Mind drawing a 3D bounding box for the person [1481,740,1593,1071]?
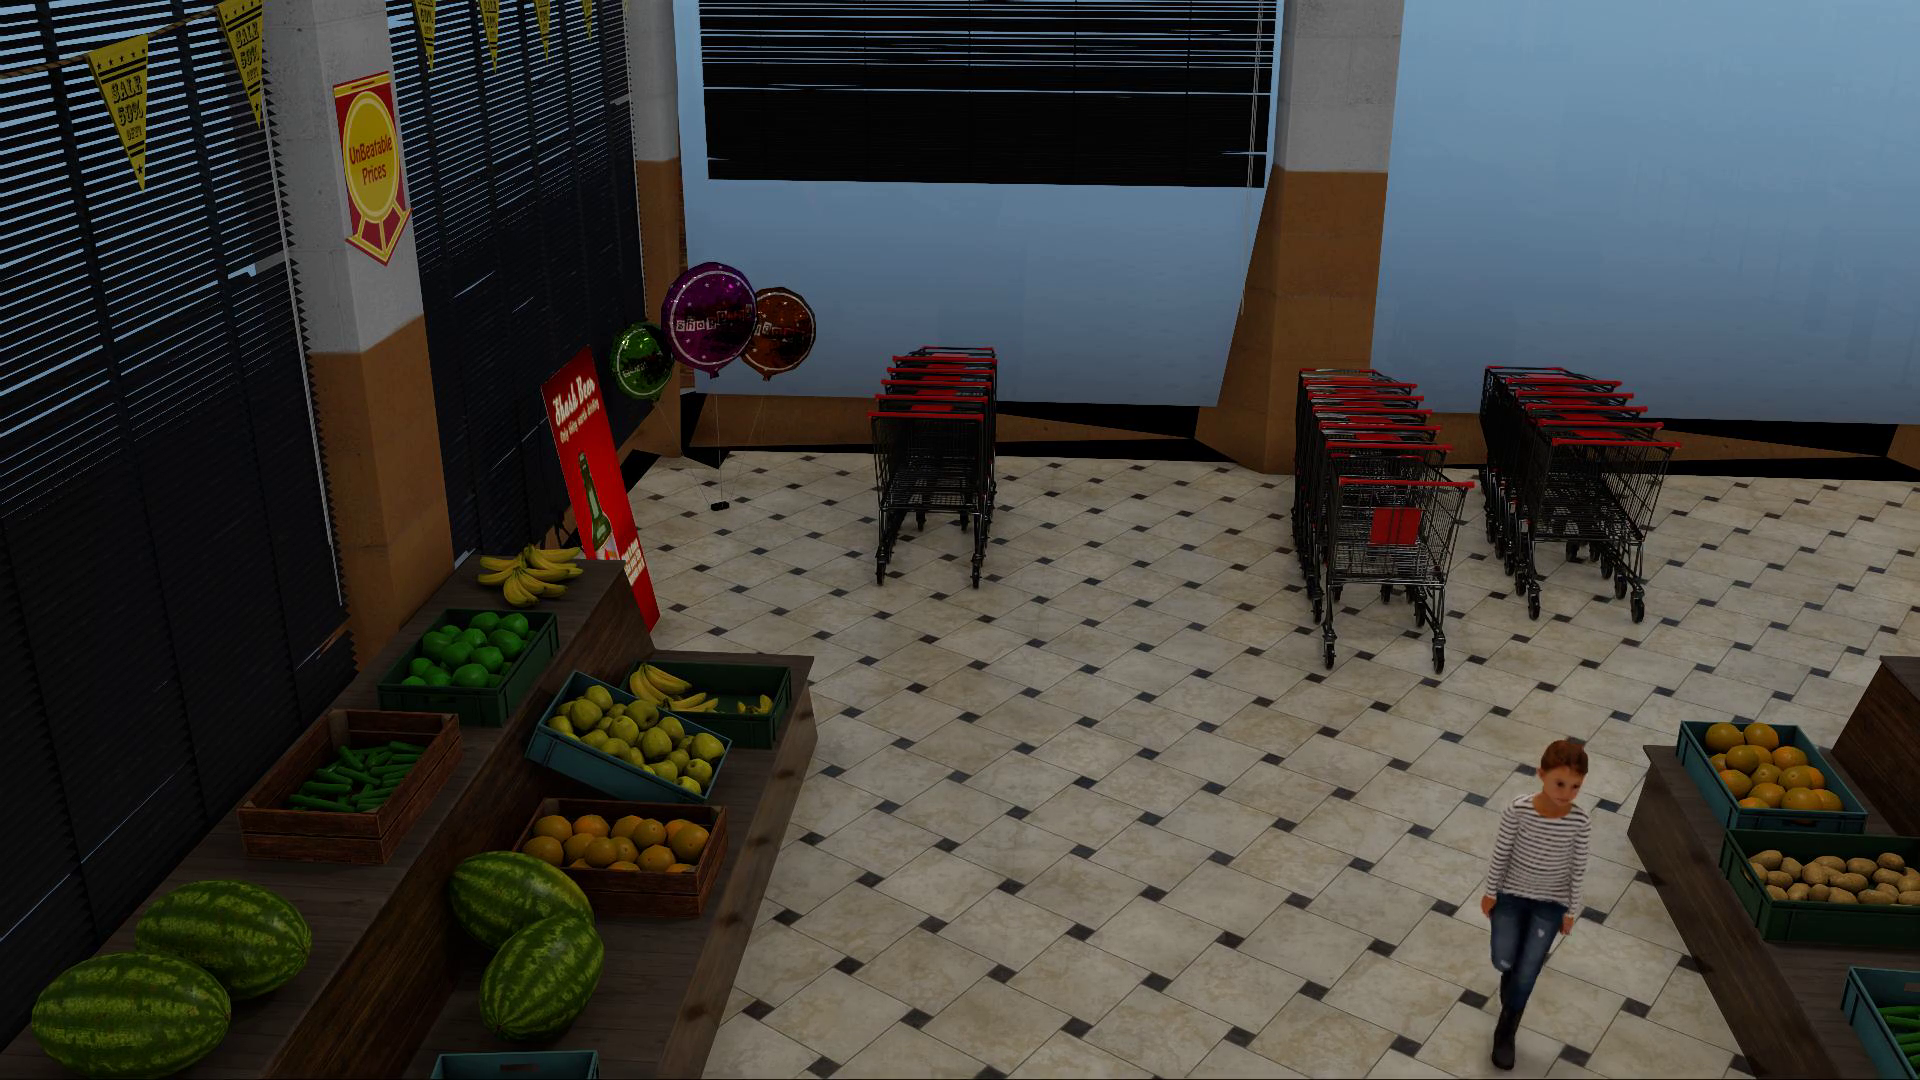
[{"bbox_3d":[2.108,1.297,6.144,0.574,1.306,0.749,7,23,16],"label":"person"}]
